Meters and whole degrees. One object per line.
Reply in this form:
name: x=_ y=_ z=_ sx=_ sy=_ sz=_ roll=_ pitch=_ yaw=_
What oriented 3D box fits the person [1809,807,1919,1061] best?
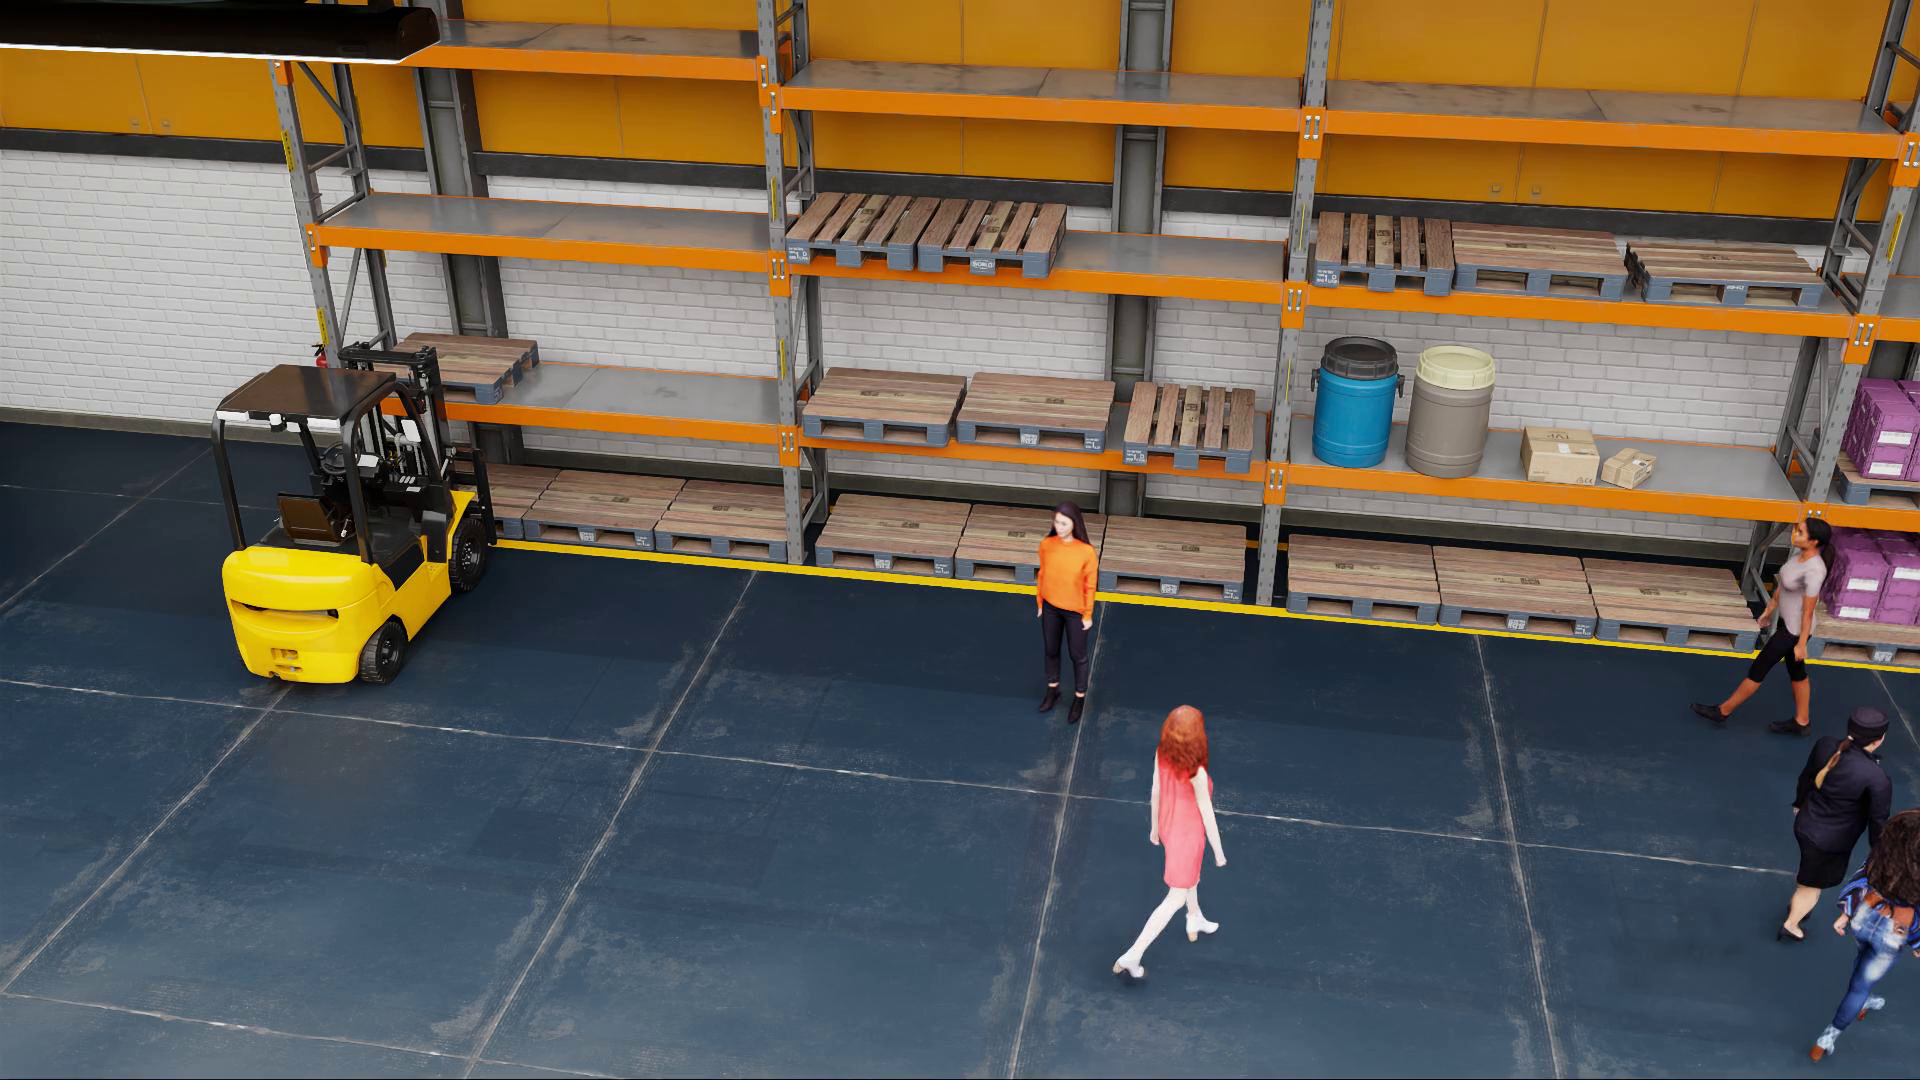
person: x=4.983 y=2.184 z=9.106 sx=1.062 sy=1.585 sz=0.991 roll=-21 pitch=35 yaw=-33

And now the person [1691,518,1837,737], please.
person: x=5.991 y=0.657 z=11.777 sx=1.093 sy=1.708 sz=0.705 roll=8 pitch=30 yaw=15

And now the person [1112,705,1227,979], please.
person: x=1.219 y=1.793 z=9.609 sx=1.138 sy=1.790 sz=1.003 roll=-14 pitch=32 yaw=-24

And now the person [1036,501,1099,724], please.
person: x=0.772 y=0.494 z=12.034 sx=0.606 sy=1.749 sz=0.748 roll=15 pitch=32 yaw=26

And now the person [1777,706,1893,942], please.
person: x=5.088 y=1.739 z=9.841 sx=0.821 sy=1.661 sz=0.814 roll=-7 pitch=29 yaw=-13
